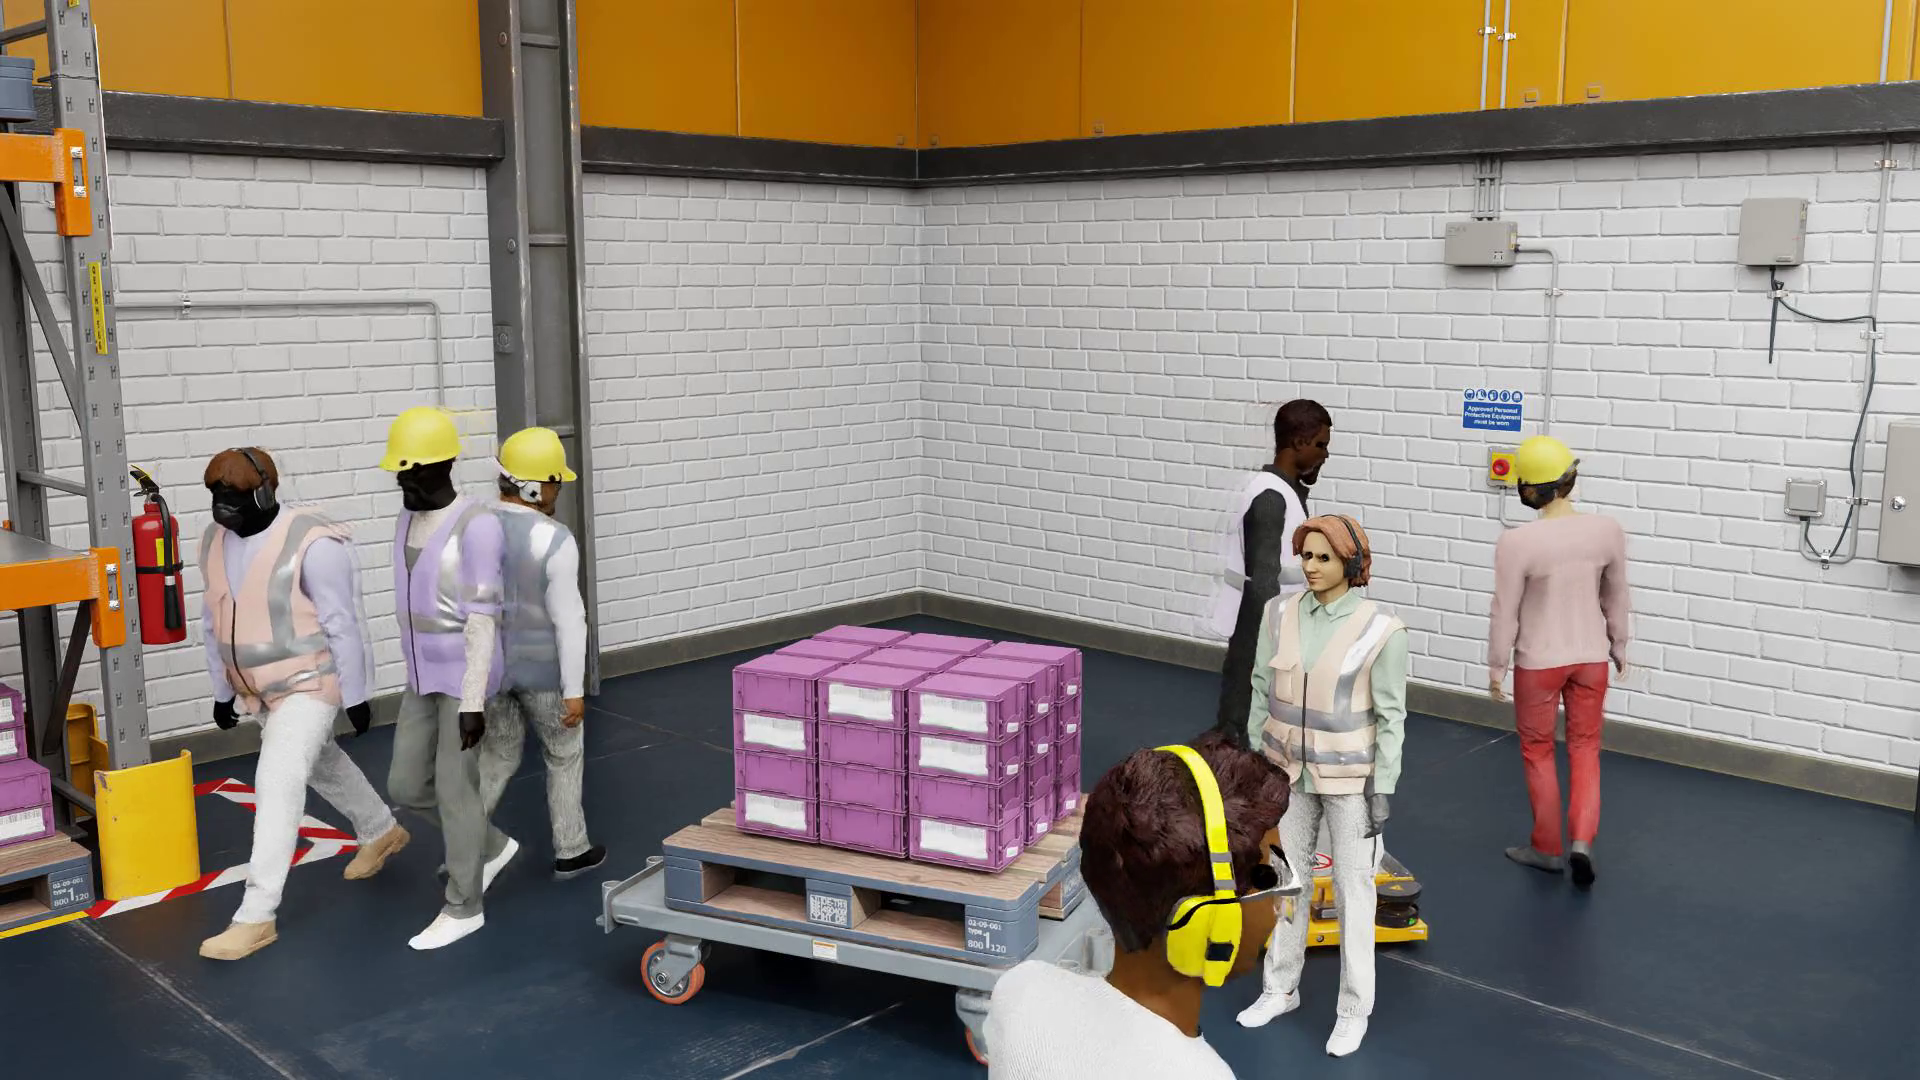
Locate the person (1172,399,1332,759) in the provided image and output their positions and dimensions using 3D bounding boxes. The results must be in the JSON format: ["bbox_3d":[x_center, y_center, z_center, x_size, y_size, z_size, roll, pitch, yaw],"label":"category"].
[{"bbox_3d":[1.126,0.380,6.516,0.919,1.868,0.678,4,10,22],"label":"person"}]

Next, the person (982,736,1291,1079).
[{"bbox_3d":[0.191,1.130,1.969,0.379,1.861,0.608,-6,11,-32],"label":"person"}]

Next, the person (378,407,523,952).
[{"bbox_3d":[-1.787,0.478,5.824,0.585,1.902,0.453,8,12,39],"label":"person"}]

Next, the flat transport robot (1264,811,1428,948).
[{"bbox_3d":[1.208,1.195,6.395,0.652,0.197,1.431,-1,9,-7],"label":"flat transport robot"}]

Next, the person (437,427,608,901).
[{"bbox_3d":[-1.638,0.466,6.221,0.615,1.793,0.749,4,10,23],"label":"person"}]

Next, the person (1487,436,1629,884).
[{"bbox_3d":[2.305,0.469,6.356,0.601,1.733,0.511,-1,9,-9],"label":"person"}]

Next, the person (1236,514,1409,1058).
[{"bbox_3d":[1.104,0.730,5.062,0.513,1.641,0.307,8,12,41],"label":"person"}]

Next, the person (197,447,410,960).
[{"bbox_3d":[-2.399,0.511,6.064,0.639,1.774,1.042,5,10,27],"label":"person"}]
